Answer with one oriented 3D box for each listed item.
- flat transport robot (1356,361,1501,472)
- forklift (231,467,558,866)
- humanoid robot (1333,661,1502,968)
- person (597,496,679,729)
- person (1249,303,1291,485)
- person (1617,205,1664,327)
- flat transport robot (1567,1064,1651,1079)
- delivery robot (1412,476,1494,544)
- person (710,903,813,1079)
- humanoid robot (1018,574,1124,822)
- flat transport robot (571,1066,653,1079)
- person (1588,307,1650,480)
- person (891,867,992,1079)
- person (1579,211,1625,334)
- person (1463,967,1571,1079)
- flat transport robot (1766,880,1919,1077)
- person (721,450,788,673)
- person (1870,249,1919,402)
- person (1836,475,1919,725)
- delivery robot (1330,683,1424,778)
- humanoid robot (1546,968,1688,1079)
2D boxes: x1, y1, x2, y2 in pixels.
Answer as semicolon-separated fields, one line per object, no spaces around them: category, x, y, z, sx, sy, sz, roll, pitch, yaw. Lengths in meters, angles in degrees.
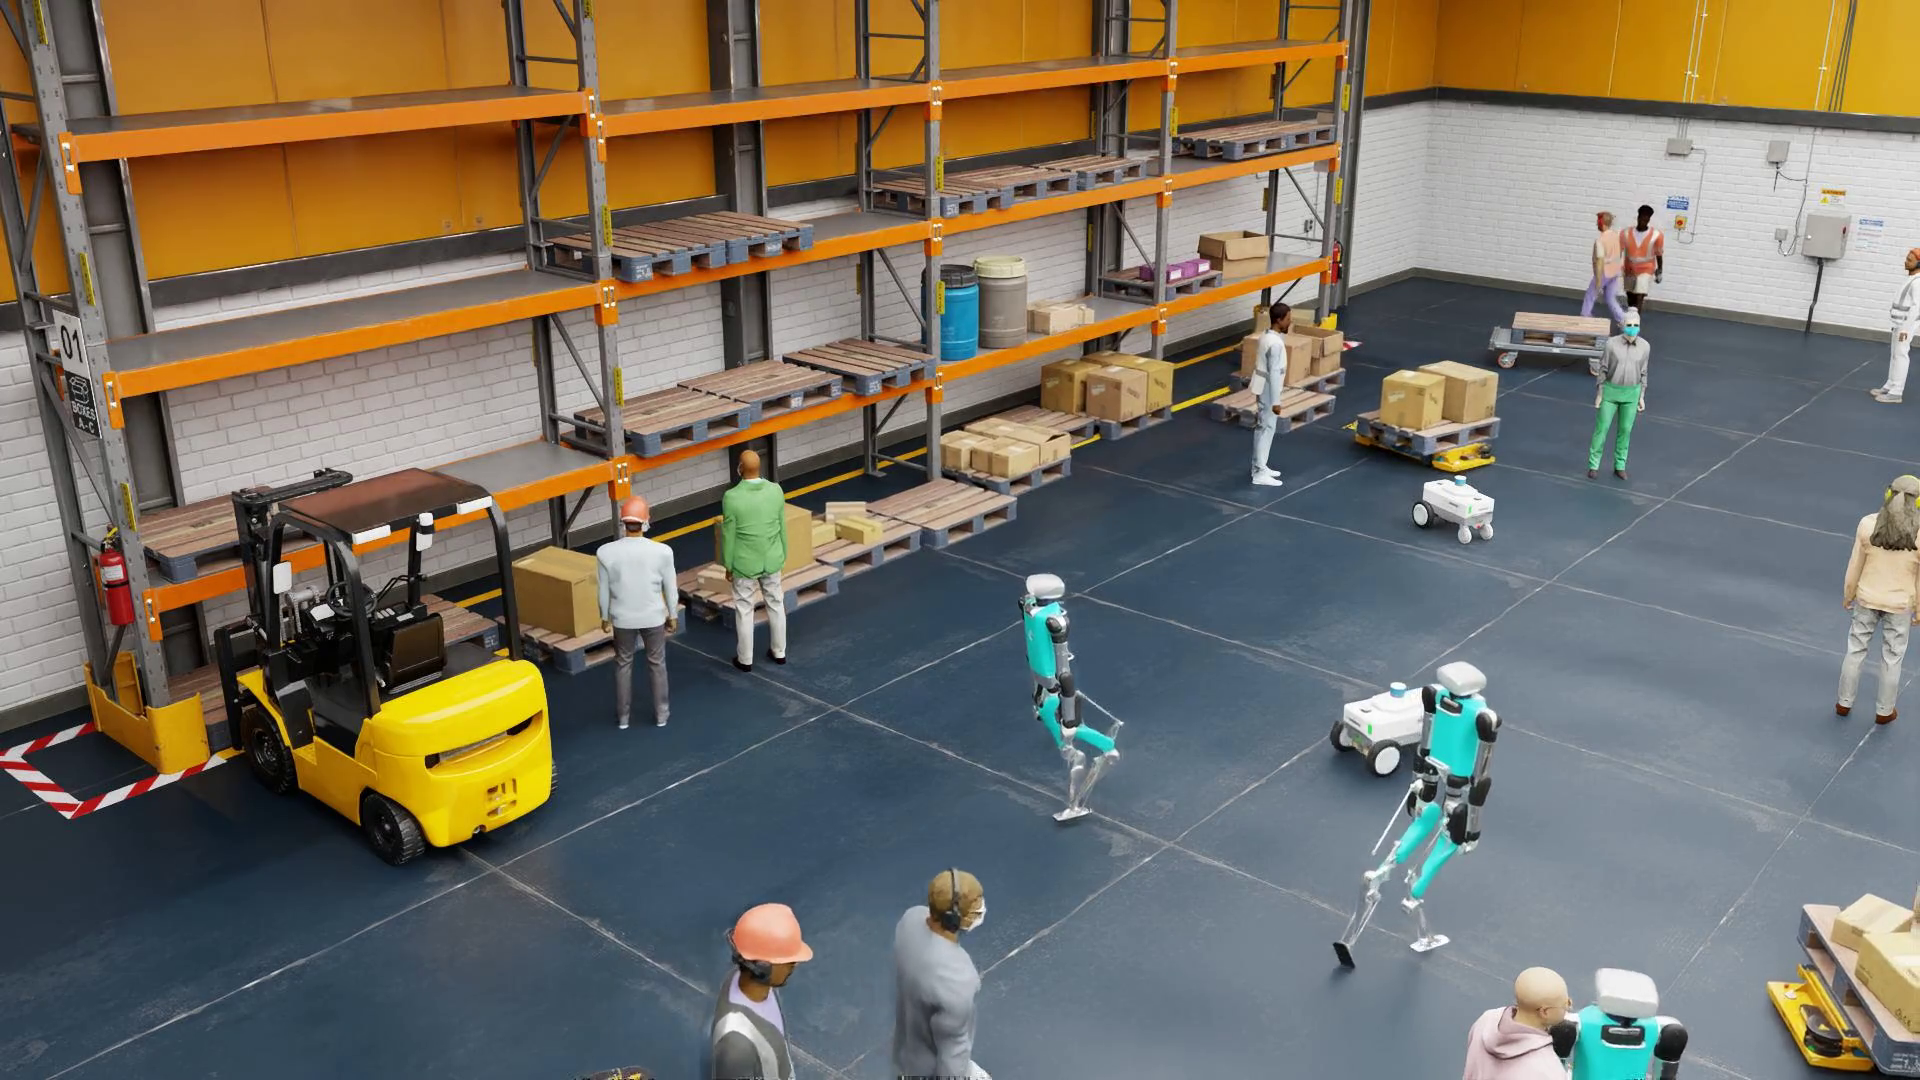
flat transport robot;5.147;-1.056;18.412;0.659;0.231;1.431;-13;24;-31
forklift;-3.730;0.710;10.856;2.313;2.155;1.214;17;26;38
humanoid robot;2.449;1.587;9.180;0.917;1.790;0.545;-10;23;-26
person;-2.316;0.523;12.009;0.575;1.737;0.351;-2;20;-6
person;3.215;-1.527;17.324;0.395;1.912;0.589;1;20;3
person;9.621;-3.847;23.653;0.659;1.893;1.091;15;25;35
flat transport robot;2.954;2.891;7.718;0.659;0.231;1.431;4;21;11
delivery robot;4.779;-0.318;16.022;0.499;0.609;0.813;-9;22;-24
person;-0.778;2.352;6.670;0.444;2.014;0.603;-1;20;-3
humanoid robot;0.756;1.088;10.636;0.747;1.892;0.544;-9;22;-22
flat transport robot;-2.081;2.884;7.738;1.431;0.231;0.659;-9;22;-22
person;6.928;-1.535;17.448;0.511;1.838;0.340;3;20;8
person;-0.014;2.225;7.148;0.737;1.909;0.641;-11;23;-28
person;9.089;-3.701;23.378;0.595;1.800;0.924;-17;26;-39
person;2.175;2.484;6.633;0.397;1.781;0.532;-6;21;-16
flat transport robot;5.080;2.533;8.688;1.431;0.231;0.659;2;20;6
person;-1.587;0.162;12.939;0.545;1.777;0.385;-11;23;-27
person;11.522;-2.624;20.330;0.352;1.883;0.580;7;21;17
person;6.698;0.437;12.050;0.555;1.877;0.406;15;25;35
delivery robot;3.041;1.285;11.642;0.772;0.585;0.499;-9;22;-22
humanoid robot;2.520;2.593;6.422;0.534;1.787;0.739;0;20;1
